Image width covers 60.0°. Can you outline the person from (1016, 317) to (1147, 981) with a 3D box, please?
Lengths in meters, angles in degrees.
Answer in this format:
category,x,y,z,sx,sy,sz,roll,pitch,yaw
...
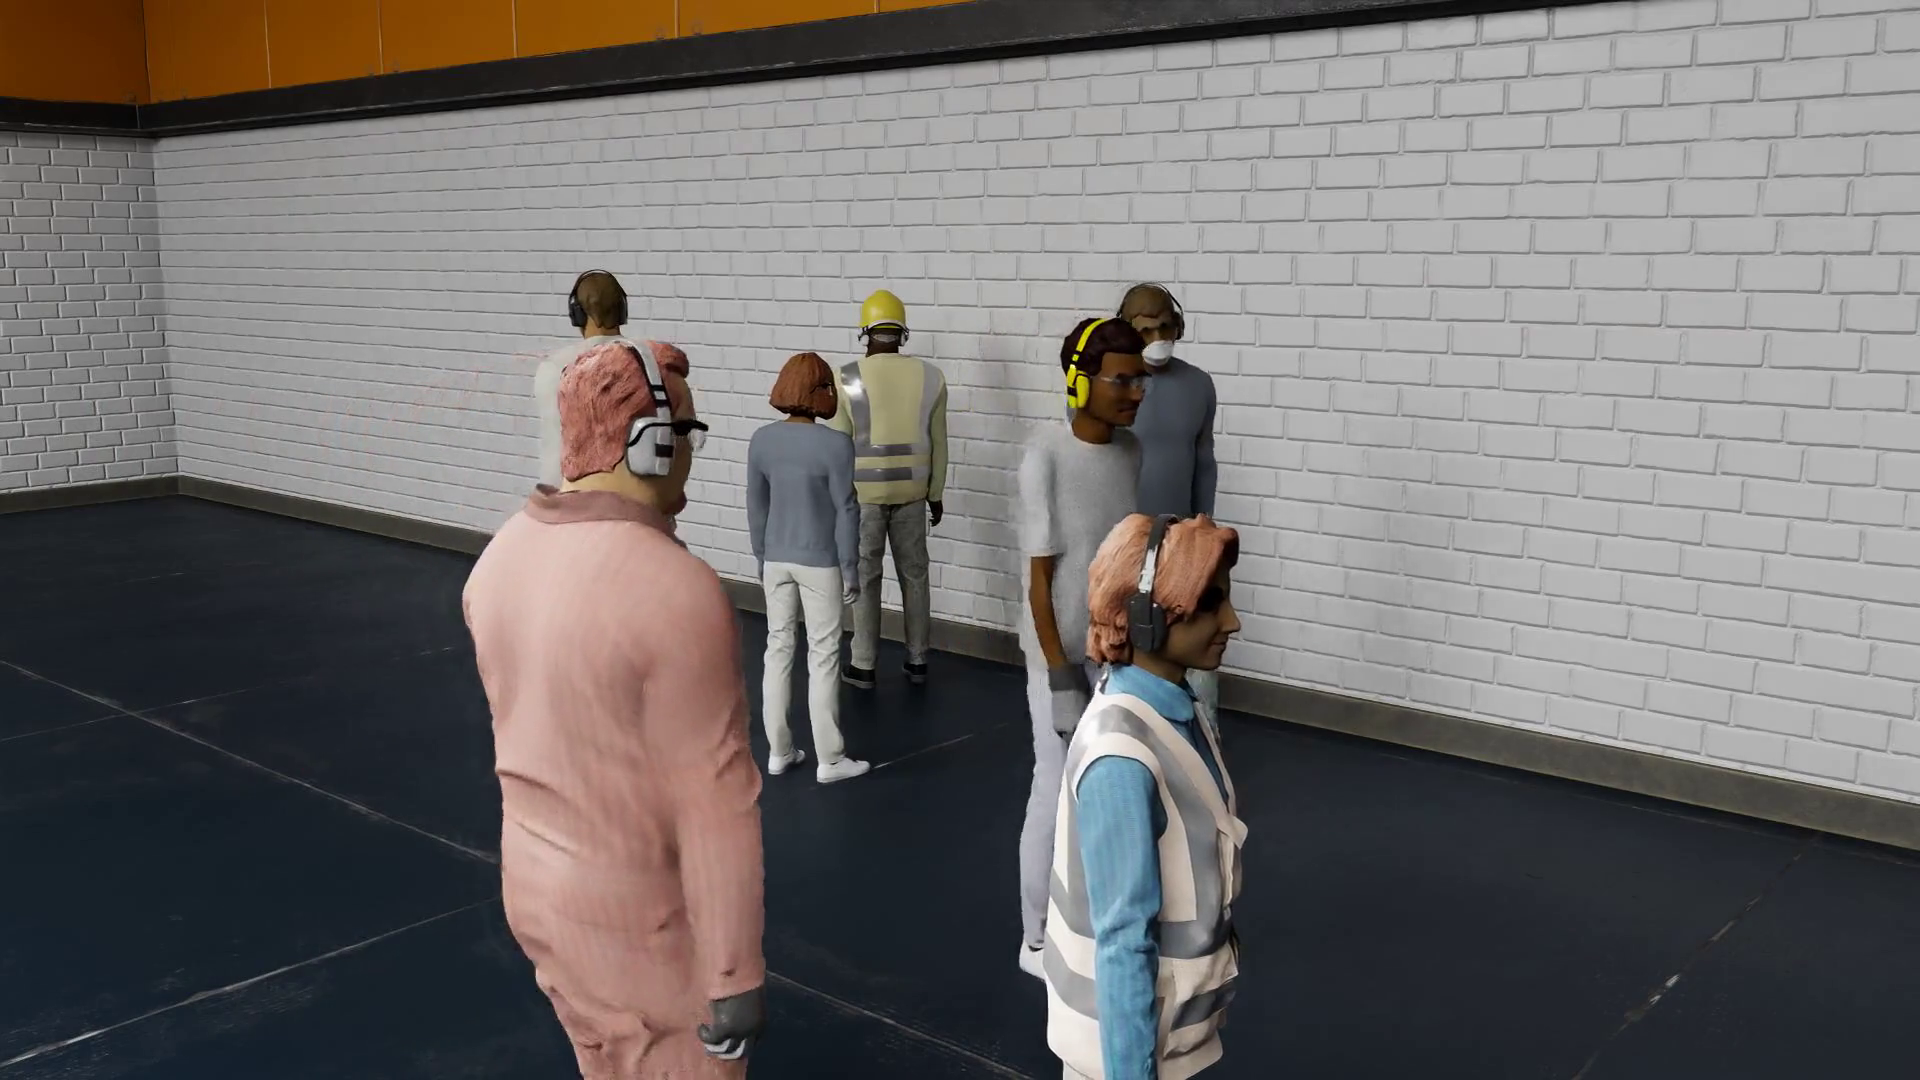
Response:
category,x,y,z,sx,sy,sz,roll,pitch,yaw
person,0.372,0.338,4.424,0.569,1.845,0.522,10,14,44

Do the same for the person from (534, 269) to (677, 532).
category,x,y,z,sx,sy,sz,roll,pitch,yaw
person,-1.405,-0.109,6.697,0.635,1.936,0.354,-9,13,-42

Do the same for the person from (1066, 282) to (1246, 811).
category,x,y,z,sx,sy,sz,roll,pitch,yaw
person,0.708,0.041,5.950,0.643,1.894,0.844,-5,11,-25

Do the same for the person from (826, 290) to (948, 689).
category,x,y,z,sx,sy,sz,roll,pitch,yaw
person,-0.350,-0.230,7.678,0.601,1.831,0.404,-4,11,-22

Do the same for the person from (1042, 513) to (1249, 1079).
category,x,y,z,sx,sy,sz,roll,pitch,yaw
person,0.277,0.767,2.554,0.310,1.638,0.522,2,10,11

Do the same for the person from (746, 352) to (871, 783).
category,x,y,z,sx,sy,sz,roll,pitch,yaw
person,-0.588,0.105,6.342,0.501,1.633,0.283,6,12,32

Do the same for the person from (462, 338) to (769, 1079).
category,x,y,z,sx,sy,sz,roll,pitch,yaw
person,-0.602,0.622,2.706,0.658,1.885,0.652,-9,13,-42
